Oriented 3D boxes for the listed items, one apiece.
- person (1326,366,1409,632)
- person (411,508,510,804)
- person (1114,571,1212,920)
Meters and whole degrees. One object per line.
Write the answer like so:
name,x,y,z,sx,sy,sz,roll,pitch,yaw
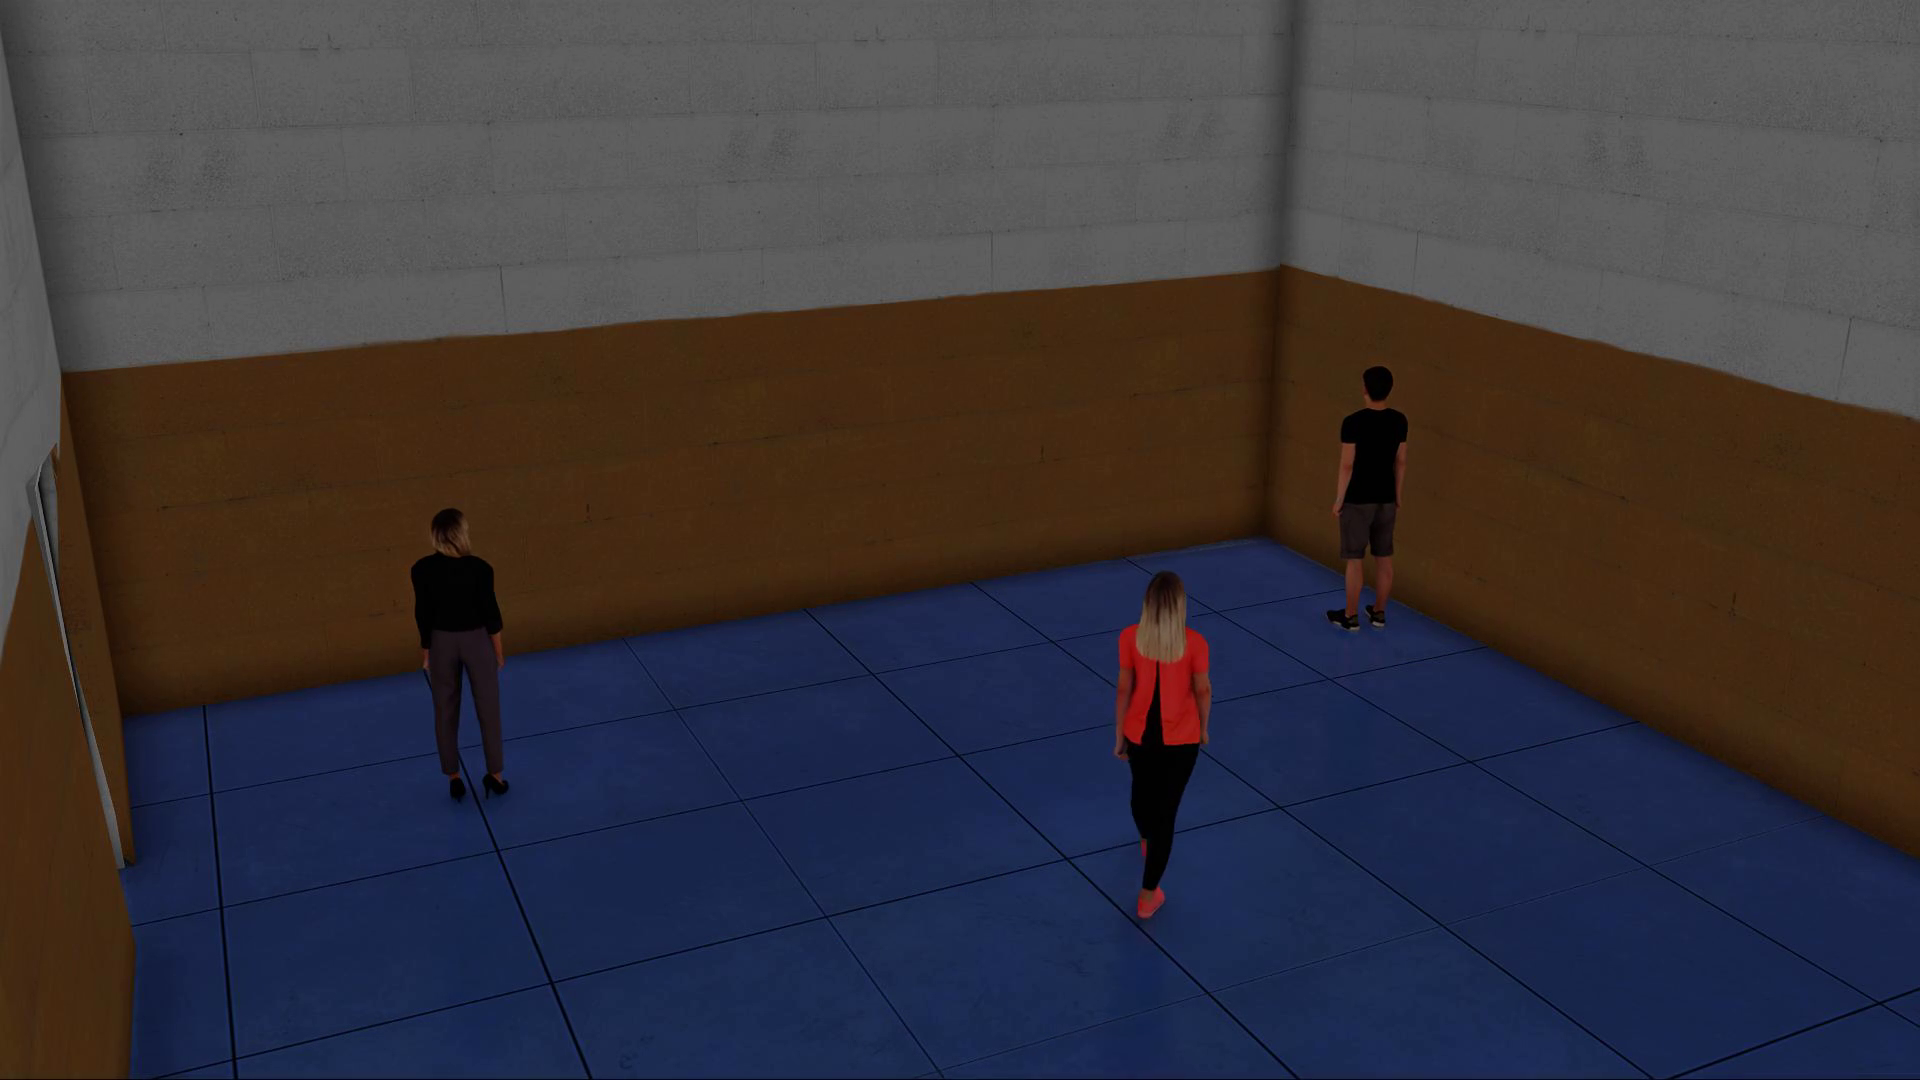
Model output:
person,2.820,-0.285,11.455,0.596,1.861,0.778,-5,19,-13
person,-2.709,0.633,9.031,0.594,1.670,0.731,-1,19,-4
person,0.931,1.005,7.950,1.003,1.655,1.093,8,20,23
